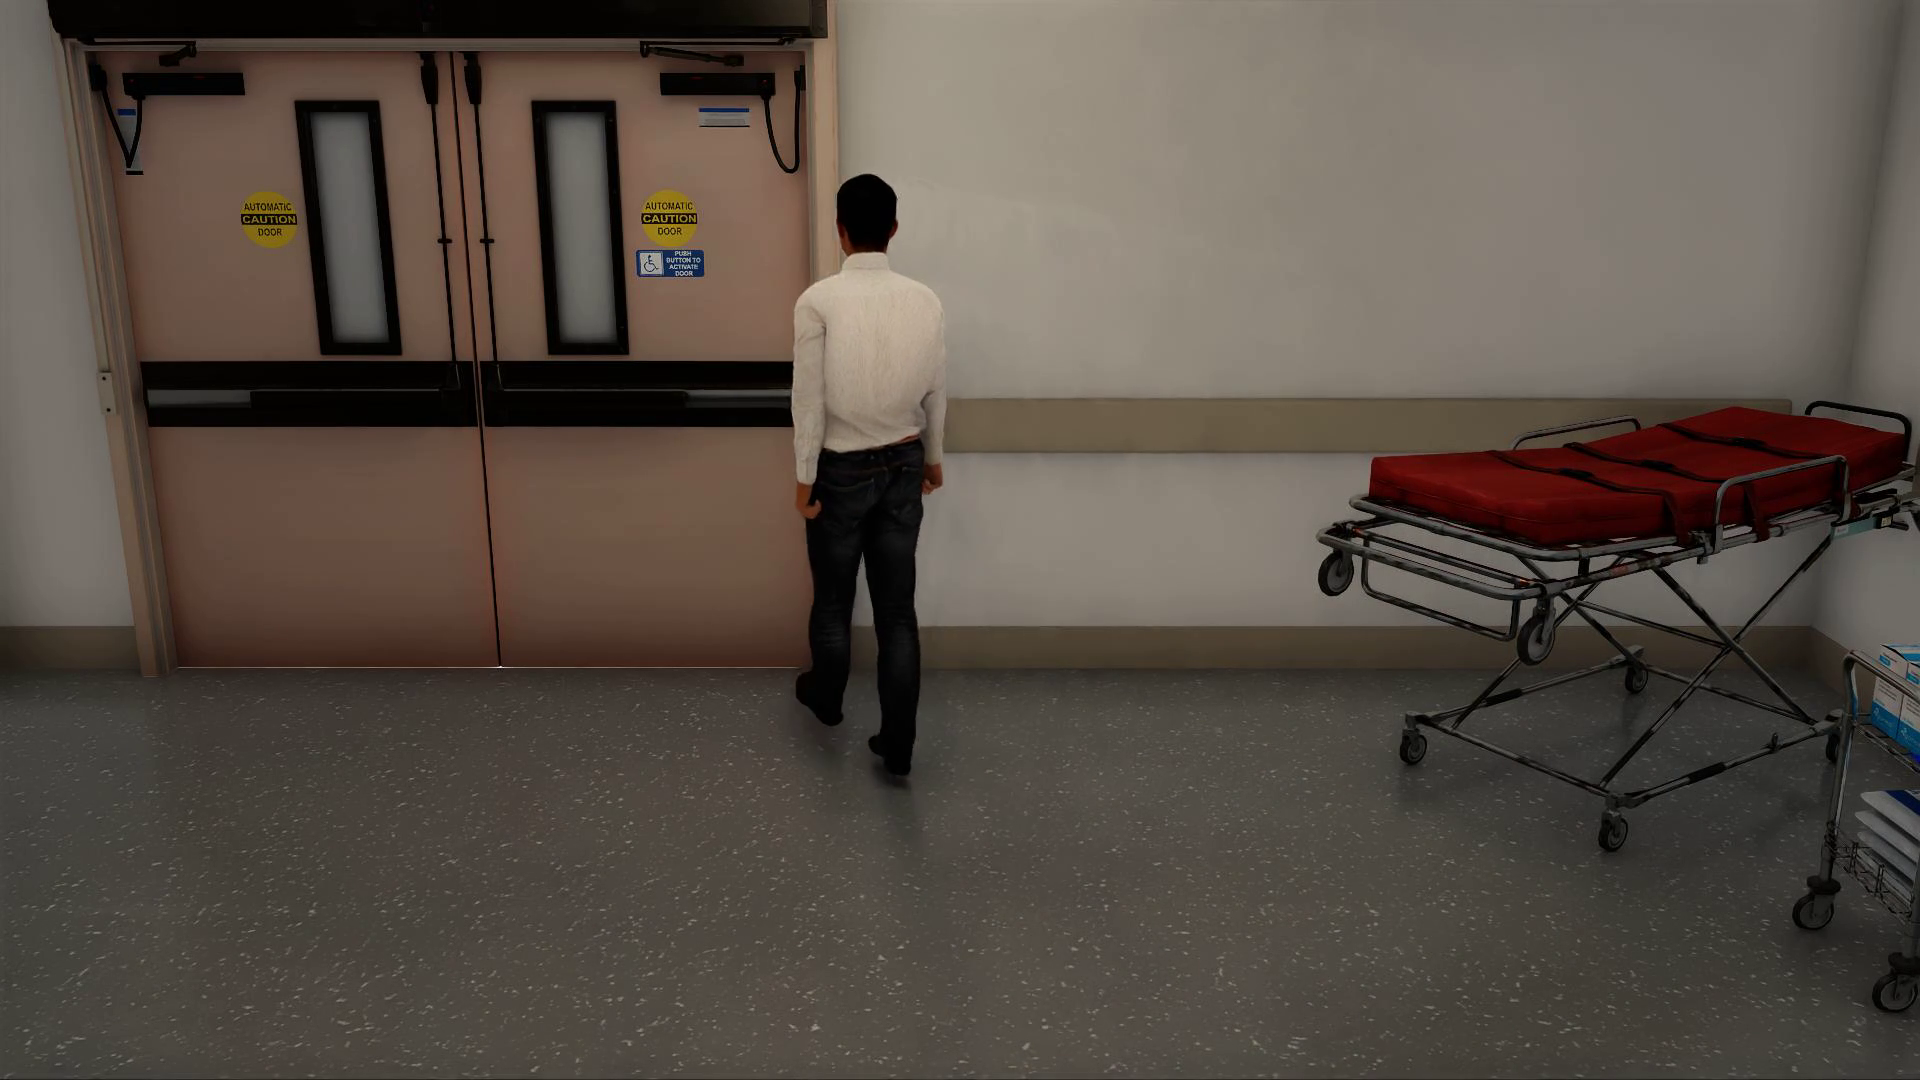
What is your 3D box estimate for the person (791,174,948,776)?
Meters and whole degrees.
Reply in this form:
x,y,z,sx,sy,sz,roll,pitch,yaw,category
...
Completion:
x,y,z,sx,sy,sz,roll,pitch,yaw,category
-0.241,-0.157,4.997,0.916,1.777,1.105,-7,17,-22,person
